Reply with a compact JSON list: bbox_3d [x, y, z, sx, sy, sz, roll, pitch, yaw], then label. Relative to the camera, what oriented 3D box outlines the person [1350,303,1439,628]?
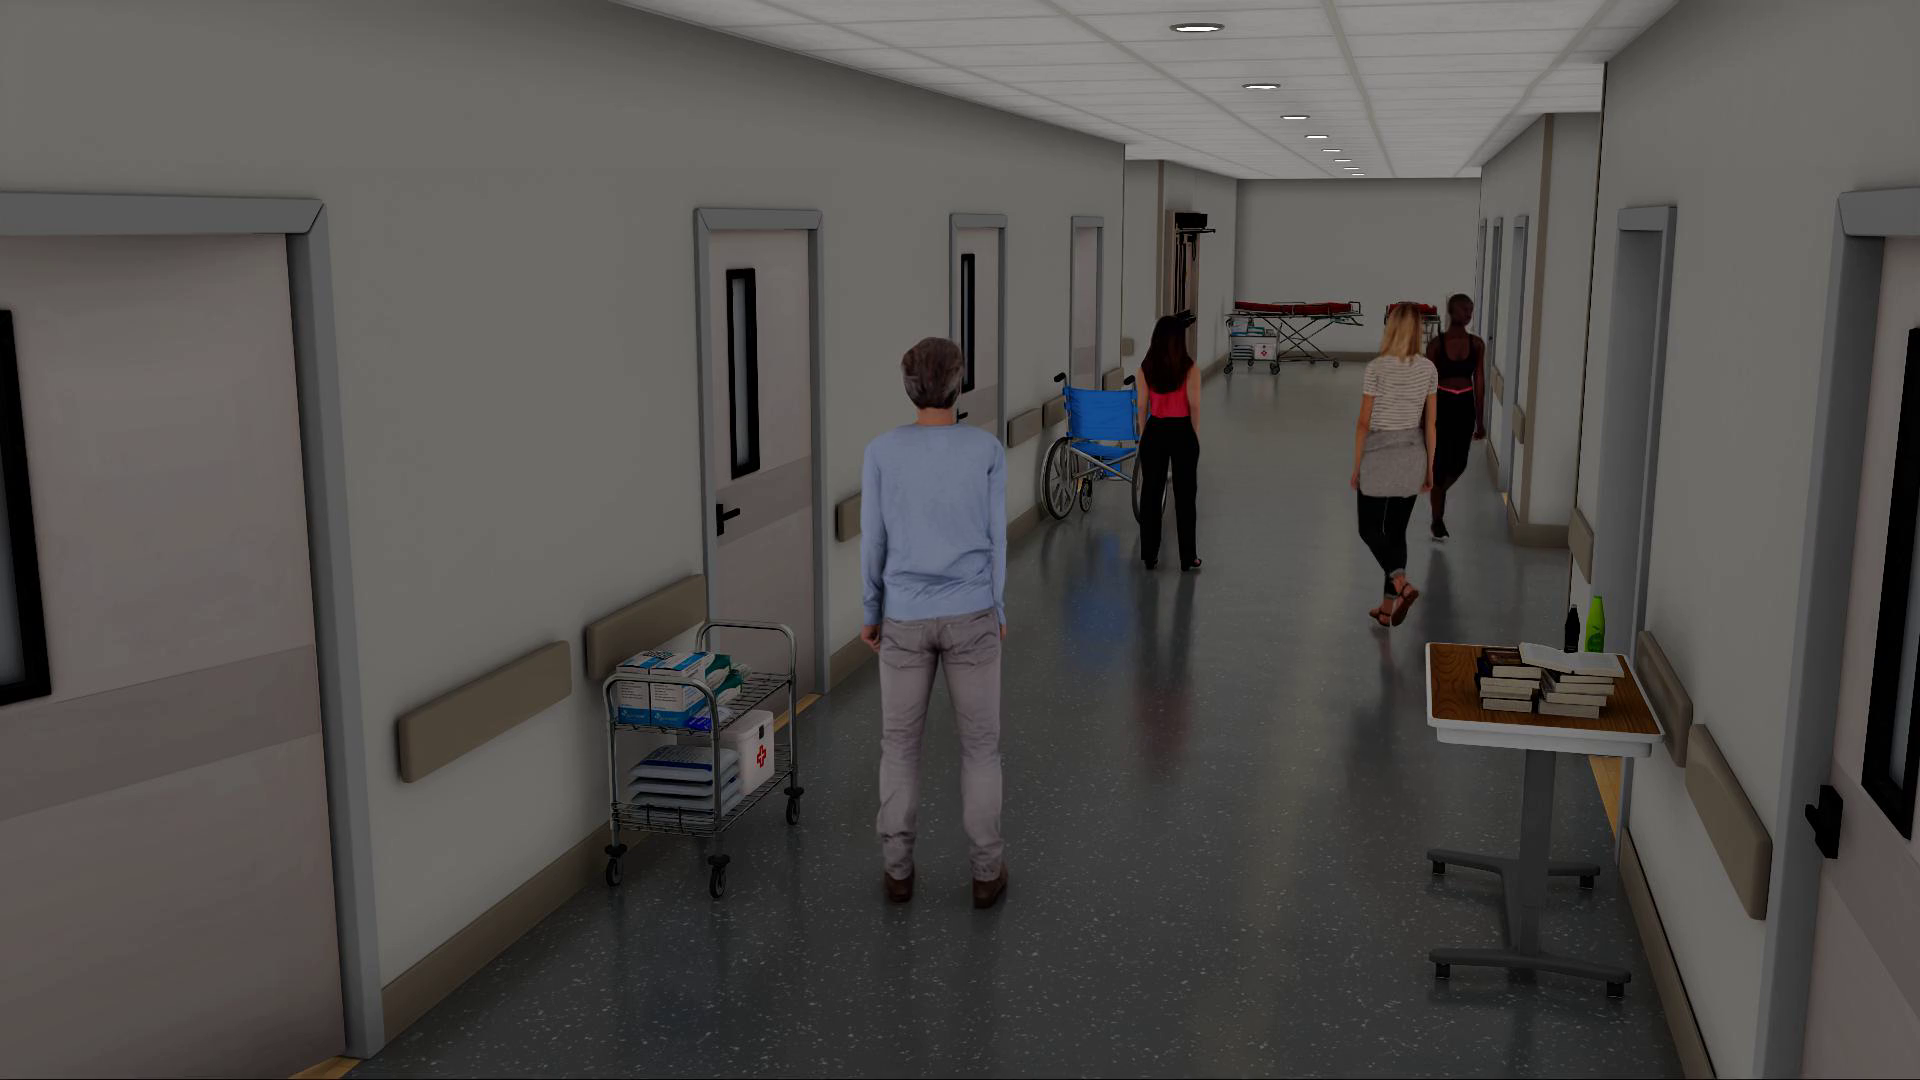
[{"bbox_3d":[2.408,-0.366,9.096,0.841,1.809,1.026,-2,11,-9],"label":"person"}]

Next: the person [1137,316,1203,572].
[{"bbox_3d":[1.378,-0.635,10.907,0.607,1.663,0.540,4,12,21],"label":"person"}]

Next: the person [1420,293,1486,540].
[{"bbox_3d":[3.587,-0.908,12.146,0.786,1.737,1.143,1,11,4],"label":"person"}]

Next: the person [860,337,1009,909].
[{"bbox_3d":[-0.073,0.271,5.516,0.685,1.891,0.628,1,11,5],"label":"person"}]
